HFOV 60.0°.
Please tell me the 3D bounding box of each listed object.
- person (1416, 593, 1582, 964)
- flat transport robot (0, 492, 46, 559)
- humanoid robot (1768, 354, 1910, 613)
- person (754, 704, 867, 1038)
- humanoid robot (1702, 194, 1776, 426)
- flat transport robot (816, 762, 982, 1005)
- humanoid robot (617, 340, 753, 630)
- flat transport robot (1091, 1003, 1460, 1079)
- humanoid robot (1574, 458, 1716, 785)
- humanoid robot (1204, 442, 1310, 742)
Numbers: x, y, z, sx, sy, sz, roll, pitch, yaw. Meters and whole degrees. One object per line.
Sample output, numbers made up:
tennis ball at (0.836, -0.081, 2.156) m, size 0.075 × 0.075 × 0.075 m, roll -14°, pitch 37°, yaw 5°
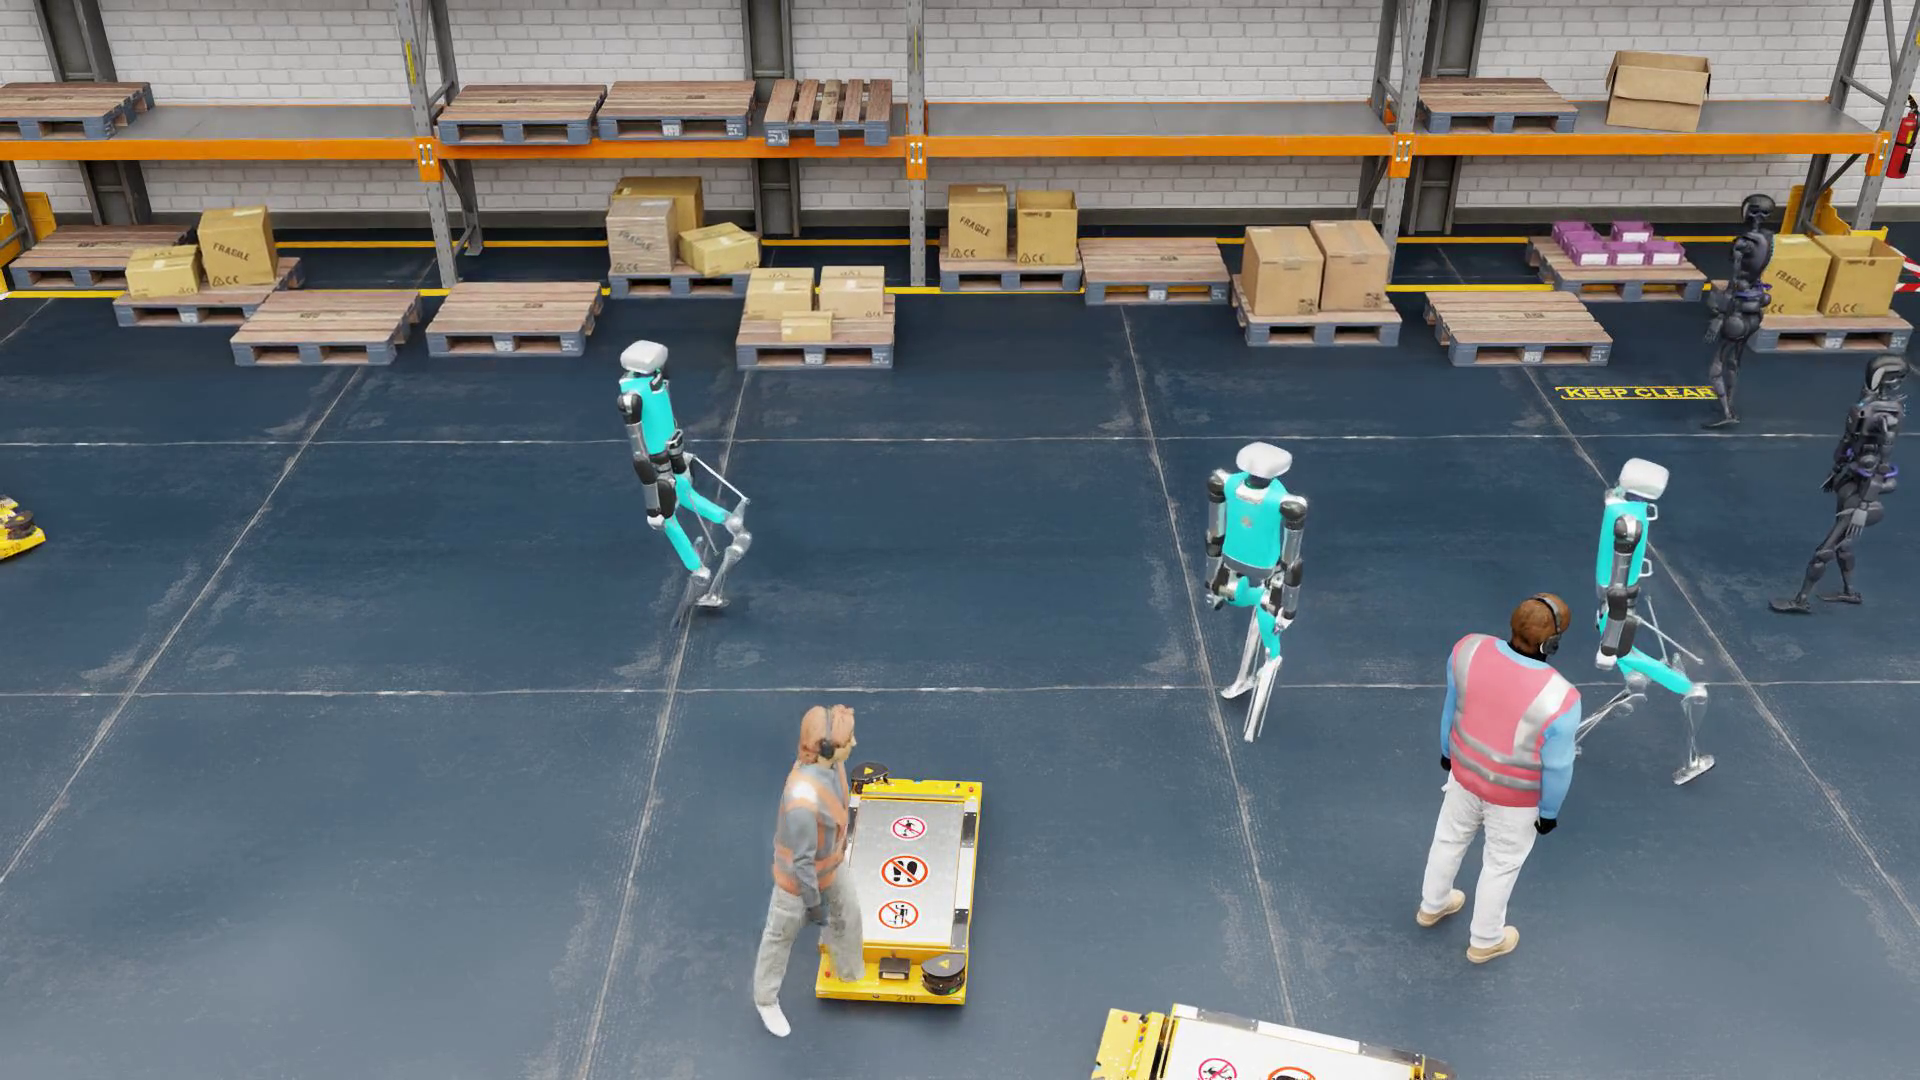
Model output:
person at (2.343, 1.022, 7.199) m, size 0.431 × 1.835 × 0.628 m, roll -22°, pitch 37°, yaw -32°
flat transport robot at (-6.556, -0.155, 10.668) m, size 1.431 × 0.231 × 0.659 m, roll 22°, pitch 37°, yaw 32°
humanoid robot at (5.128, -0.319, 9.583) m, size 0.598 × 1.635 × 0.590 m, roll 3°, pitch 31°, yaw 5°
person at (-0.615, 1.355, 6.863) m, size 0.587 × 1.603 × 0.532 m, roll 8°, pitch 32°, yaw 12°
humanoid robot at (5.538, -1.612, 11.728) m, size 0.406 × 1.638 × 0.588 m, roll 26°, pitch 39°, yaw 36°
flat transport robot at (-0.258, 1.576, 7.787) m, size 0.659 × 0.231 × 1.431 m, roll 2°, pitch 31°, yaw 3°
humanoid robot at (-1.480, -0.237, 9.437) m, size 0.747 × 1.842 × 0.540 m, roll 6°, pitch 31°, yaw 9°
flat transport robot at (1.241, 2.256, 6.655) m, size 1.431 × 0.231 × 0.659 m, roll 8°, pitch 32°, yaw 14°
humanoid robot at (3.523, 0.457, 8.260) m, size 1.000 × 1.778 × 0.529 m, roll 10°, pitch 32°, yaw 16°
humanoid robot at (1.603, 0.218, 8.654) m, size 0.537 × 1.807 × 0.808 m, roll 20°, pitch 36°, yaw 30°
